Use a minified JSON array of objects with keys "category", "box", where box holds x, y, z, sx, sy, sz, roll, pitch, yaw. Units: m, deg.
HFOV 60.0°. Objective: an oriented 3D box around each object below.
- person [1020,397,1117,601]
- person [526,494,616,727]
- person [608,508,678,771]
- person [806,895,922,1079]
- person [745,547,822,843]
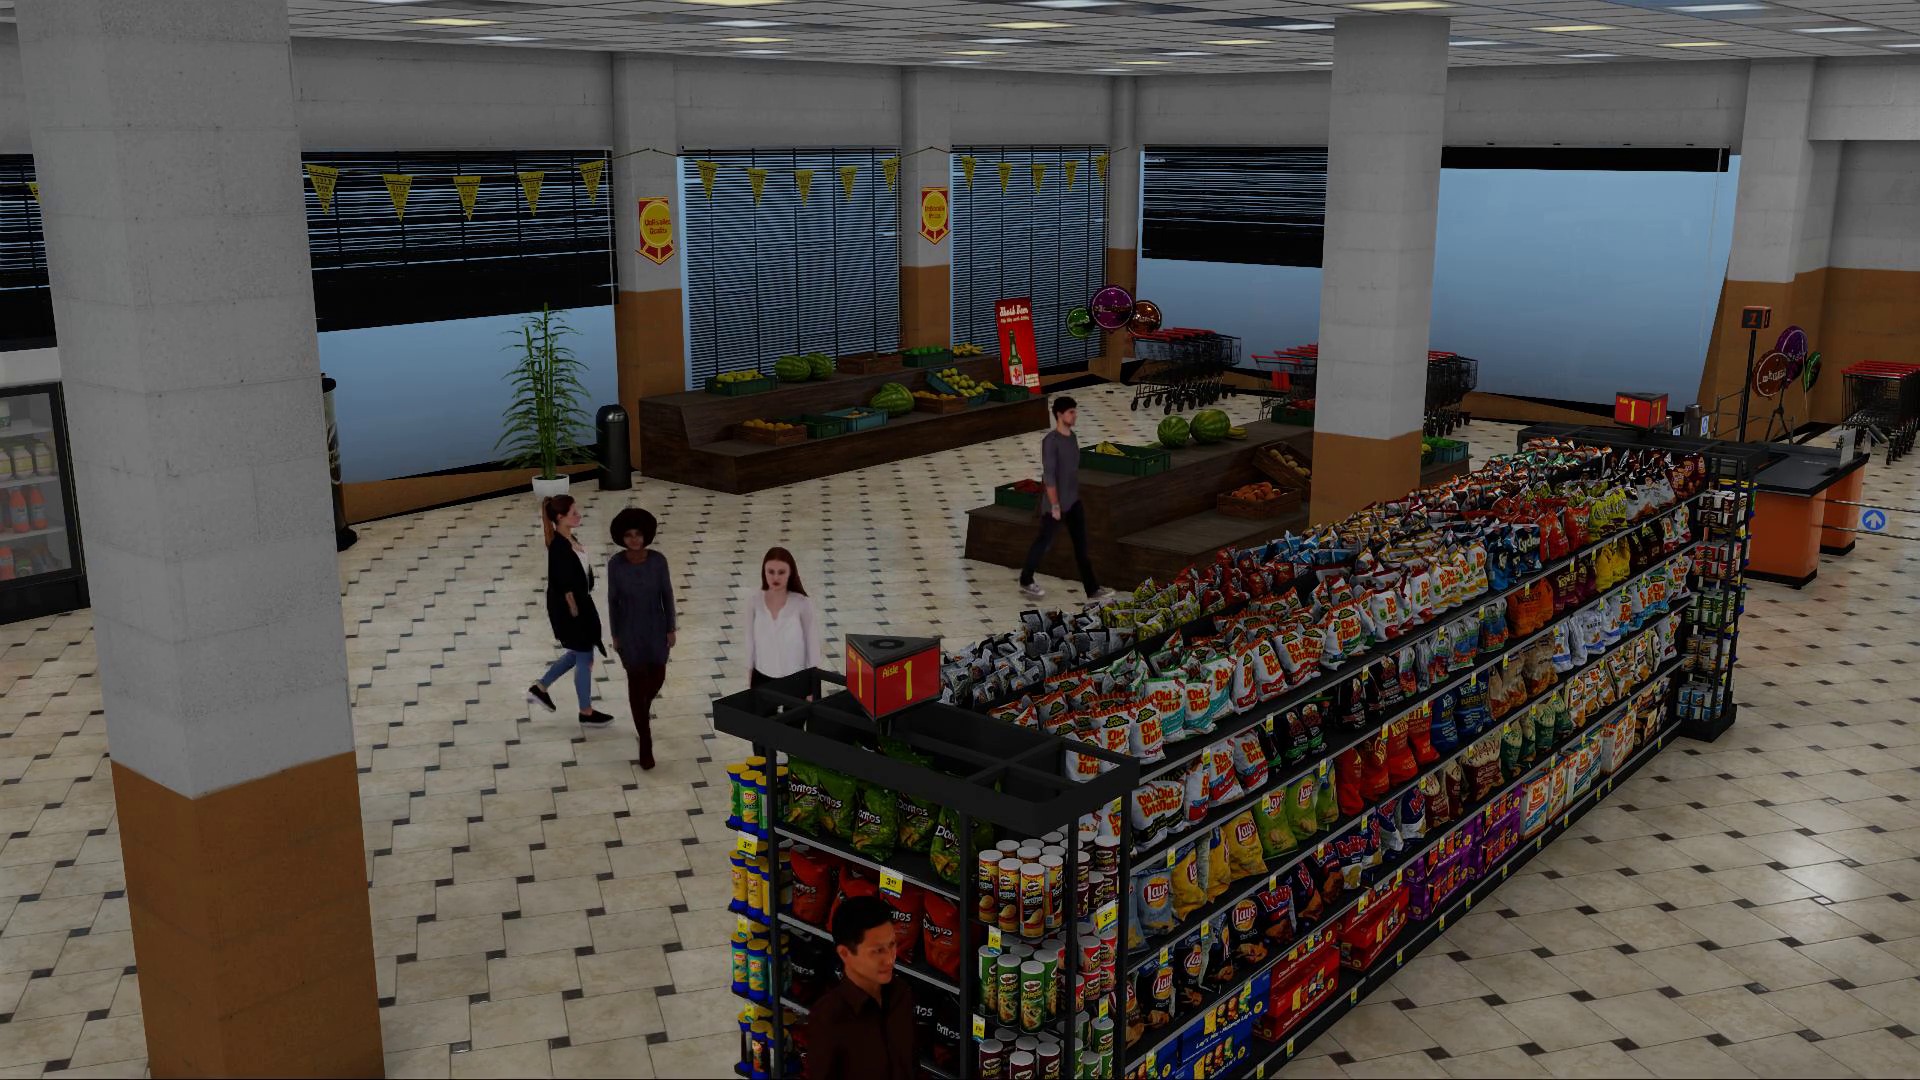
[{"category":"person","box":[0.814,-0.335,14.680,0.824,1.802,1.115,10,17,35]},{"category":"person","box":[-2.752,0.509,11.484,0.975,1.669,0.912,-3,14,-11]},{"category":"person","box":[-2.107,0.615,11.017,1.075,1.682,1.042,-4,14,-15]},{"category":"person","box":[-0.372,1.955,5.316,0.739,1.766,0.899,12,18,41]},{"category":"person","box":[-1.037,0.882,9.819,0.938,1.728,1.083,2,14,7]}]
